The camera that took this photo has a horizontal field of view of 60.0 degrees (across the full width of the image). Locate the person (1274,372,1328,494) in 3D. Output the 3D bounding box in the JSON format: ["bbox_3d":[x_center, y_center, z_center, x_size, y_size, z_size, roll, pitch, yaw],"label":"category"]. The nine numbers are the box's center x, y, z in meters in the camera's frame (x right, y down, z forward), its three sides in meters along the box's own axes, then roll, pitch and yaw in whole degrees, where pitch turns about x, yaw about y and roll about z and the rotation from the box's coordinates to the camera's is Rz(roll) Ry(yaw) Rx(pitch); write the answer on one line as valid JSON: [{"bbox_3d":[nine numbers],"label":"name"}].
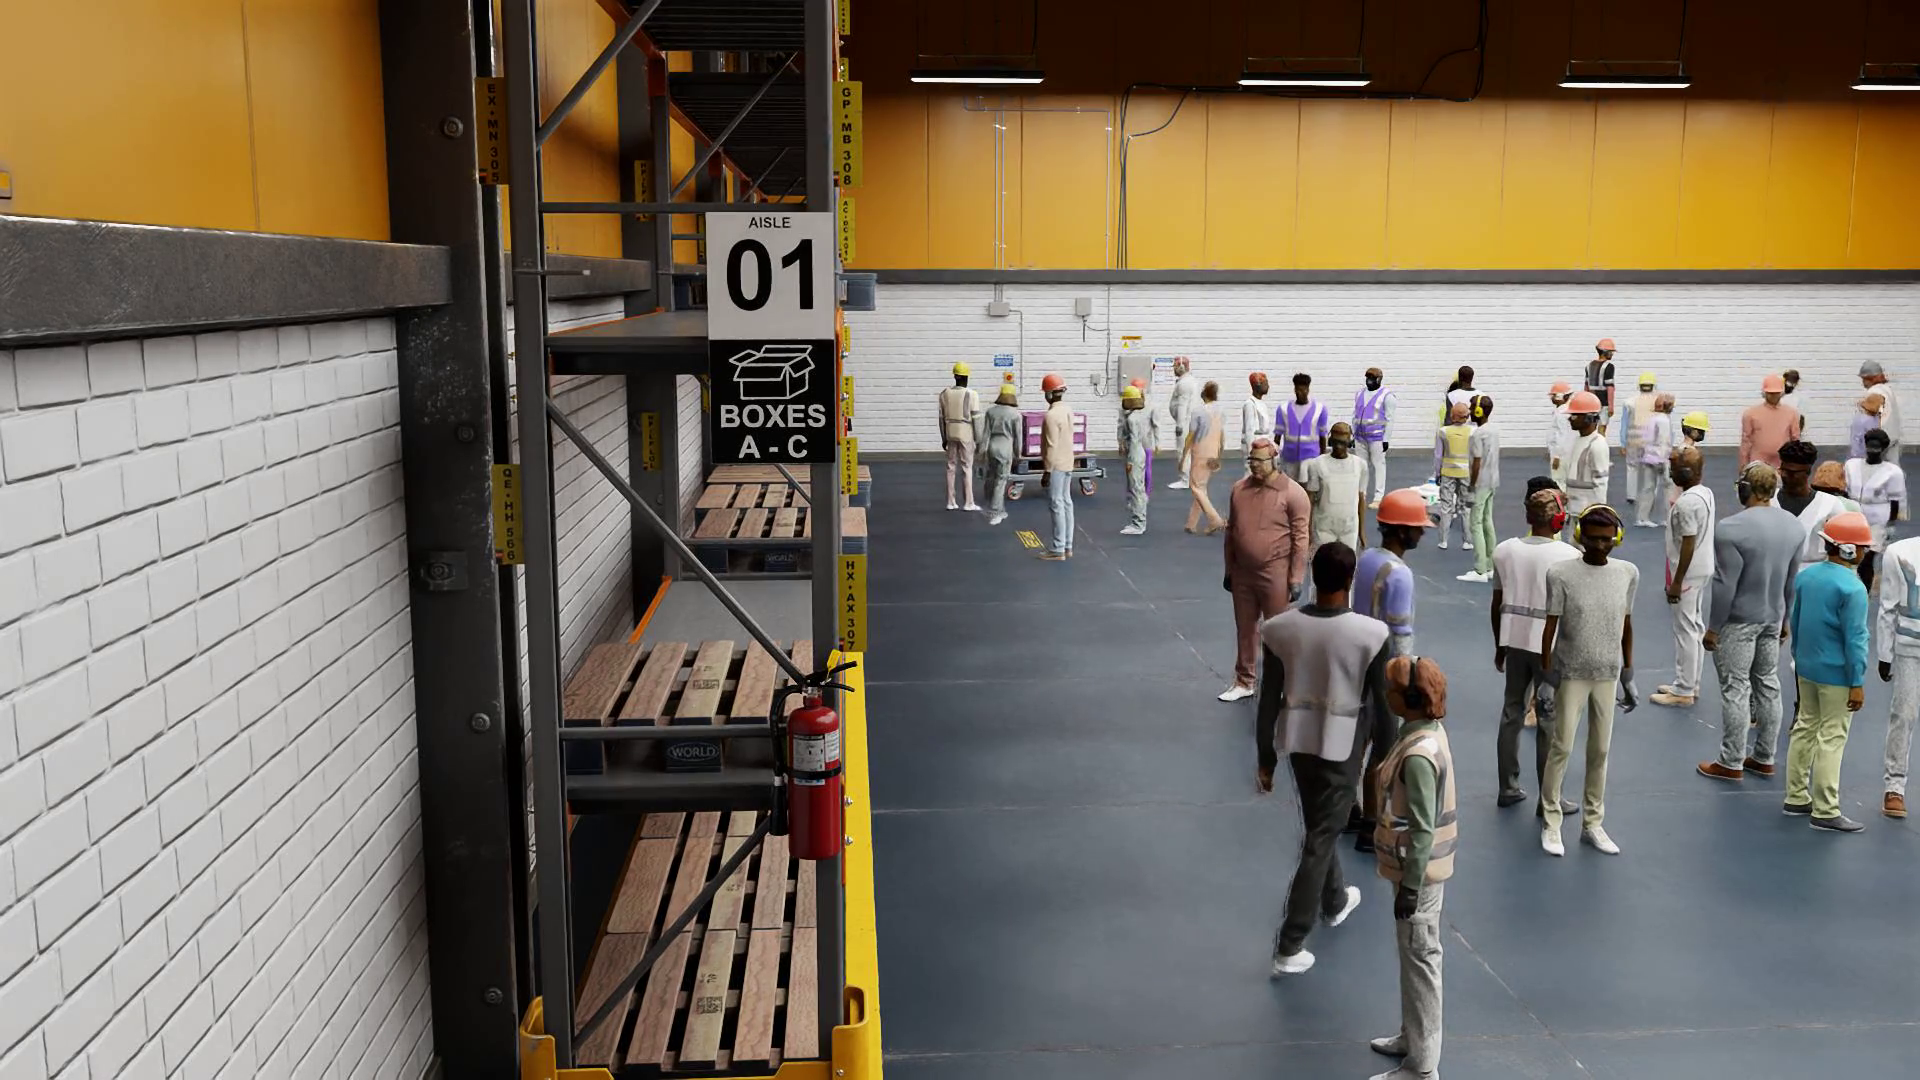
[{"bbox_3d":[3.956,-0.998,19.319,0.609,1.937,0.889,3,10,21],"label":"person"}]

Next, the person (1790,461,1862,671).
[{"bbox_3d":[6.566,0.210,12.671,0.507,1.631,0.266,7,11,36],"label":"person"}]

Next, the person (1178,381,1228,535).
[{"bbox_3d":[2.859,-0.947,19.413,0.594,1.808,0.649,-7,11,-35],"label":"person"}]

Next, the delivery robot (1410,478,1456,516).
[{"bbox_3d":[5.758,-0.511,20.281,0.477,0.478,0.707,-1,9,-8],"label":"delivery robot"}]

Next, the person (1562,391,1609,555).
[{"bbox_3d":[5.342,-0.254,14.305,0.396,2.042,0.610,1,9,4],"label":"person"}]

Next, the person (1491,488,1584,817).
[{"bbox_3d":[3.238,0.631,9.361,0.390,1.848,0.563,-7,12,-38],"label":"person"}]

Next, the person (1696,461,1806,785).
[{"bbox_3d":[4.717,0.492,9.945,0.638,1.938,0.356,-3,10,-20],"label":"person"}]

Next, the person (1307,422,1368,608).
[{"bbox_3d":[3.118,-0.071,13.796,0.514,1.836,0.338,-1,9,-5],"label":"person"}]

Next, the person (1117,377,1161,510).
[{"bbox_3d":[2.345,-1.284,21.776,0.577,1.728,0.794,2,9,13],"label":"person"}]

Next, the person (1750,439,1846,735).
[{"bbox_3d":[5.492,0.308,11.018,0.613,1.962,0.361,7,12,39],"label":"person"}]

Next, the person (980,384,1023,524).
[{"bbox_3d":[0.544,-1.060,20.422,0.506,1.690,0.725,5,10,29],"label":"person"}]

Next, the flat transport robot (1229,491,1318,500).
[{"bbox_3d":[4.393,-0.640,22.271,1.431,0.197,0.652,-4,10,-24],"label":"flat transport robot"}]

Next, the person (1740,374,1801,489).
[{"bbox_3d":[9.063,-0.891,18.634,0.616,1.956,0.953,1,9,7],"label":"person"}]

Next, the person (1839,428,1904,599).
[{"bbox_3d":[8.189,-0.179,14.950,0.517,1.678,0.542,-6,11,-34],"label":"person"}]

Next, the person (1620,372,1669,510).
[{"bbox_3d":[8.900,-1.290,21.627,0.600,1.789,0.847,3,10,18],"label":"person"}]

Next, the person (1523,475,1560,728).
[{"bbox_3d":[3.889,0.413,11.200,0.315,1.696,0.540,3,9,17],"label":"person"}]

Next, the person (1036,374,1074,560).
[{"bbox_3d":[1.019,-0.777,17.748,0.392,1.991,0.612,4,10,25],"label":"person"}]

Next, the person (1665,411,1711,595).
[{"bbox_3d":[6.883,-0.340,15.742,0.328,1.760,0.524,4,10,24],"label":"person"}]

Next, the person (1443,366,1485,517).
[{"bbox_3d":[6.326,-1.231,20.870,0.605,1.907,0.405,-3,10,-19],"label":"person"}]

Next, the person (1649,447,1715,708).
[{"bbox_3d":[5.105,0.262,11.706,0.347,1.840,0.505,7,11,37],"label":"person"}]

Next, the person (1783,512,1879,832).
[{"bbox_3d":[4.810,0.711,9.148,0.341,1.749,0.572,-1,9,-4],"label":"person"}]

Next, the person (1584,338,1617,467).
[{"bbox_3d":[10.150,-2.168,26.329,0.393,2.040,0.611,-3,9,-17],"label":"person"}]

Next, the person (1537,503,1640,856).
[{"bbox_3d":[3.293,0.729,8.698,0.538,1.863,0.313,-1,9,-4],"label":"person"}]

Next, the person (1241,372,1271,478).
[{"bbox_3d":[3.535,-1.060,19.863,0.347,1.882,0.584,4,10,22],"label":"person"}]

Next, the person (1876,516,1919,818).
[{"bbox_3d":[5.423,0.633,9.269,0.570,1.880,0.354,3,10,19],"label":"person"}]

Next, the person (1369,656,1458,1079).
[{"bbox_3d":[1.692,1.236,6.215,0.311,1.638,0.523,3,9,16],"label":"person"}]

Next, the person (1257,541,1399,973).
[{"bbox_3d":[1.634,0.937,7.421,0.588,1.865,1.014,7,11,36],"label":"person"}]

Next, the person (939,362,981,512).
[{"bbox_3d":[0.009,-1.326,21.402,0.588,1.927,0.371,5,10,28],"label":"person"}]

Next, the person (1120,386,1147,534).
[{"bbox_3d":[2.034,-0.943,19.574,0.323,1.741,0.490,3,10,18],"label":"person"}]

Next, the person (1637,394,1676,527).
[{"bbox_3d":[8.455,-0.932,19.885,0.649,1.615,0.529,1,9,6],"label":"person"}]

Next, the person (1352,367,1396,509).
[{"bbox_3d":[5.349,-1.328,21.673,0.429,1.846,0.625,-7,12,-39],"label":"person"}]

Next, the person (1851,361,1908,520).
[{"bbox_3d":[11.484,-1.282,20.769,0.698,2.000,0.866,-6,11,-33],"label":"person"}]

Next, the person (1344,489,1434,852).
[{"bbox_3d":[2.262,0.684,8.800,0.412,1.927,0.546,-1,9,-7],"label":"person"}]

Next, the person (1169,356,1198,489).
[{"bbox_3d":[3.176,-1.673,23.694,0.398,1.899,0.640,2,9,12],"label":"person"}]

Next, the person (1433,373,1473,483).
[{"bbox_3d":[6.906,-1.492,23.077,0.486,1.731,0.409,-8,12,-42],"label":"person"}]

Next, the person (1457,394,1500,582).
[{"bbox_3d":[5.172,-0.511,16.506,0.322,1.860,0.525,7,12,38],"label":"person"}]

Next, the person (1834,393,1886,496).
[{"bbox_3d":[11.095,-1.027,20.511,0.515,1.603,0.653,-6,11,-33],"label":"person"}]

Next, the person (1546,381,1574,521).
[{"bbox_3d":[7.321,-1.075,20.370,0.337,1.750,0.568,4,10,24],"label":"person"}]

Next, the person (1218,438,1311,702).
[{"bbox_3d":[2.112,0.233,11.677,0.655,1.905,0.407,9,12,43],"label":"person"}]

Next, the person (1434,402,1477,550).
[{"bbox_3d":[5.493,-0.698,18.353,0.514,1.641,0.307,3,10,18],"label":"person"}]
